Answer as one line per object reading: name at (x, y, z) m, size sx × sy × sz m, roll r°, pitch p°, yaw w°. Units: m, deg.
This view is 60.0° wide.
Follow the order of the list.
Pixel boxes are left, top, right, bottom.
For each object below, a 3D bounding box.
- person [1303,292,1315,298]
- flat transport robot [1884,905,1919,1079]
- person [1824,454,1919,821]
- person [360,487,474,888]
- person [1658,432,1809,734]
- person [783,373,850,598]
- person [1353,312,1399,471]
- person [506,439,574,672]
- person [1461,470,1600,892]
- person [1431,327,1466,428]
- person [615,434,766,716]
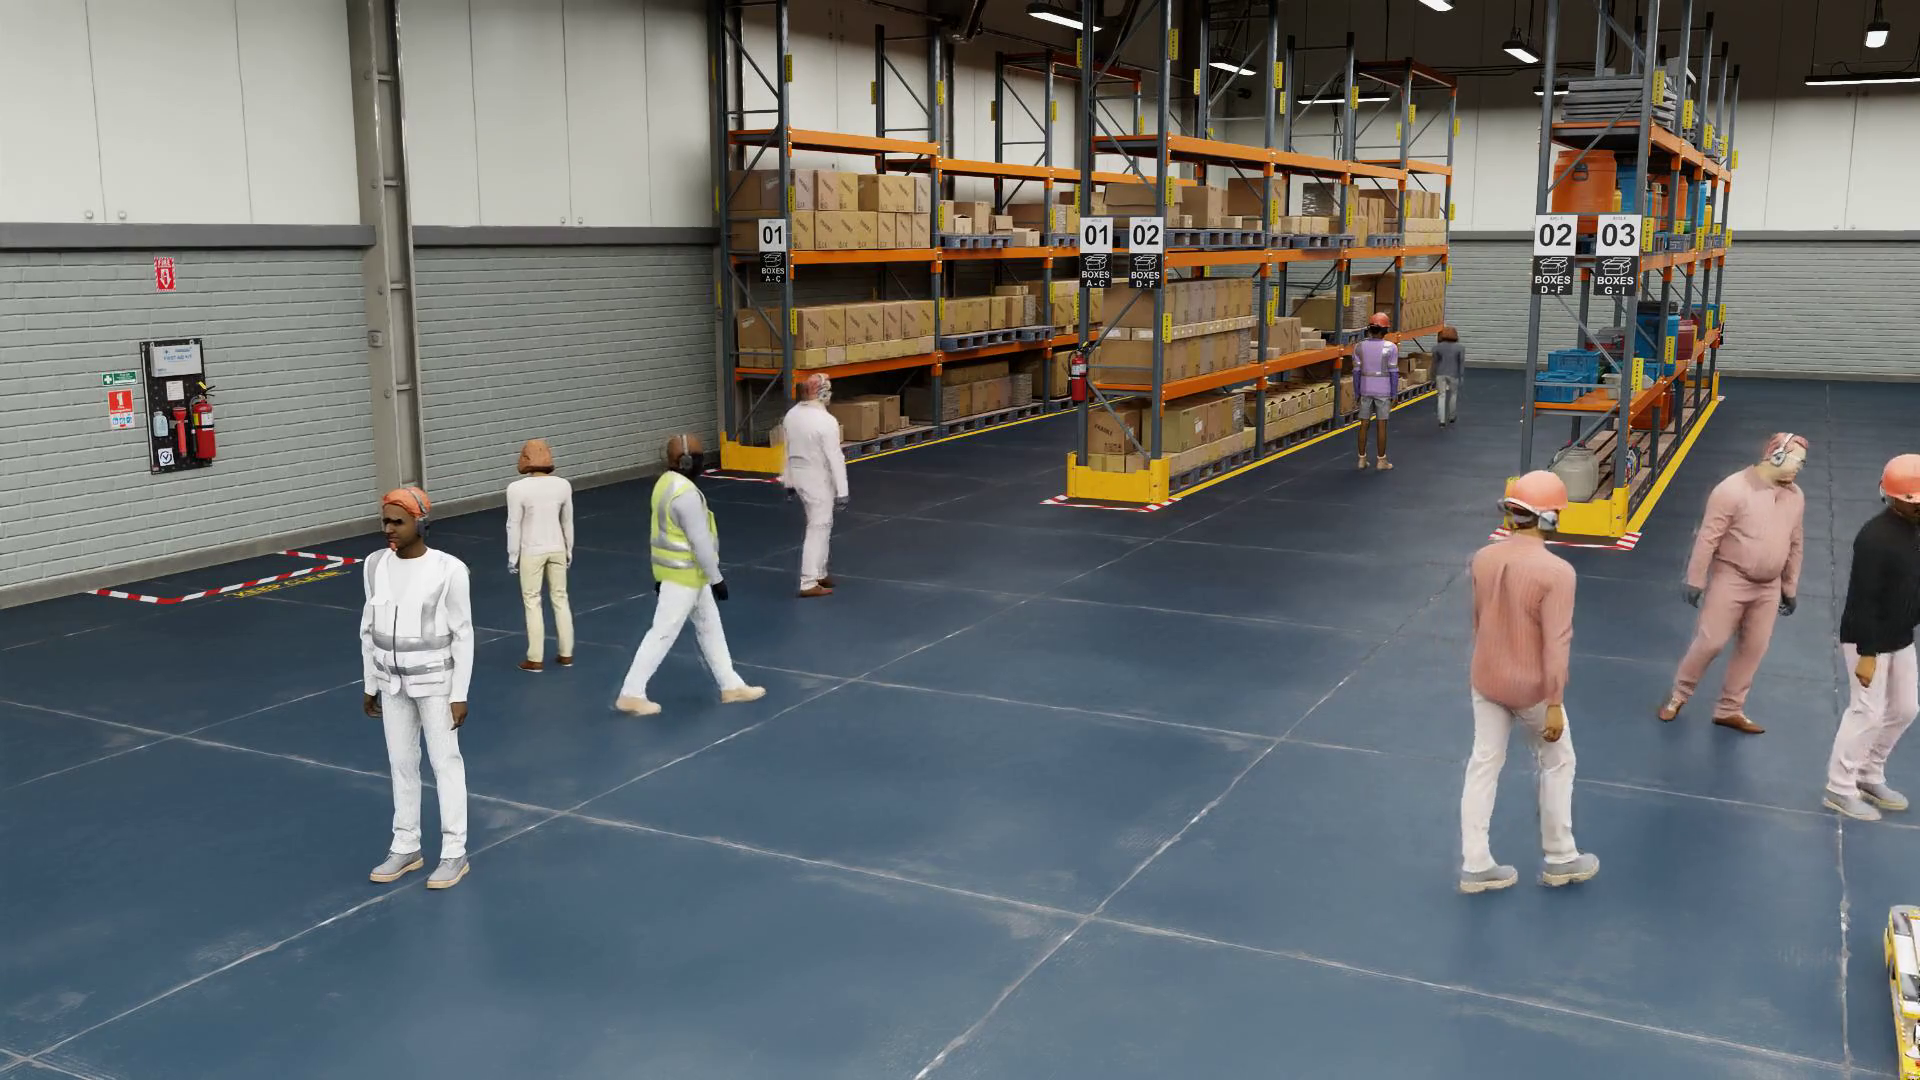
person at (6.699, -3.788, 31.985) m, size 0.615 × 1.950 × 0.703 m, roll 8°, pitch 13°, yaw 37°
flat transport robot at (3.918, 1.760, 6.315) m, size 0.652 × 0.197 × 1.431 m, roll 5°, pitch 12°, yaw 26°
person at (4.746, 0.511, 8.542) m, size 0.660 × 1.951 × 0.484 m, roll -7°, pitch 12°, yaw -33°
person at (-2.540, 0.688, 7.769) m, size 0.574 × 1.883 × 0.355 m, roll 3°, pitch 11°, yaw 17°
person at (4.766, 0.251, 10.204) m, size 0.708 × 1.868 × 0.642 m, roll -3°, pitch 11°, yaw -15°
person at (-1.139, -0.466, 14.040) m, size 0.645 × 1.885 × 0.681 m, roll -8°, pitch 13°, yaw -39°
person at (5.381, -1.912, 21.508) m, size 0.607 × 2.044 × 0.375 m, roll 8°, pitch 13°, yaw 36°
person at (-2.932, 0.107, 11.655) m, size 0.506 × 1.623 × 0.298 m, roll -9°, pitch 14°, yaw -42°
person at (2.687, 0.652, 7.718) m, size 0.837 × 1.964 × 0.654 m, roll -5°, pitch 12°, yaw -27°
person at (7.762, -2.593, 26.442) m, size 0.519 × 1.579 × 0.842 m, roll 4°, pitch 11°, yaw 22°
person at (-1.769, 0.220, 10.590) m, size 0.980 × 1.798 × 0.617 m, roll -3°, pitch 11°, yaw -15°
